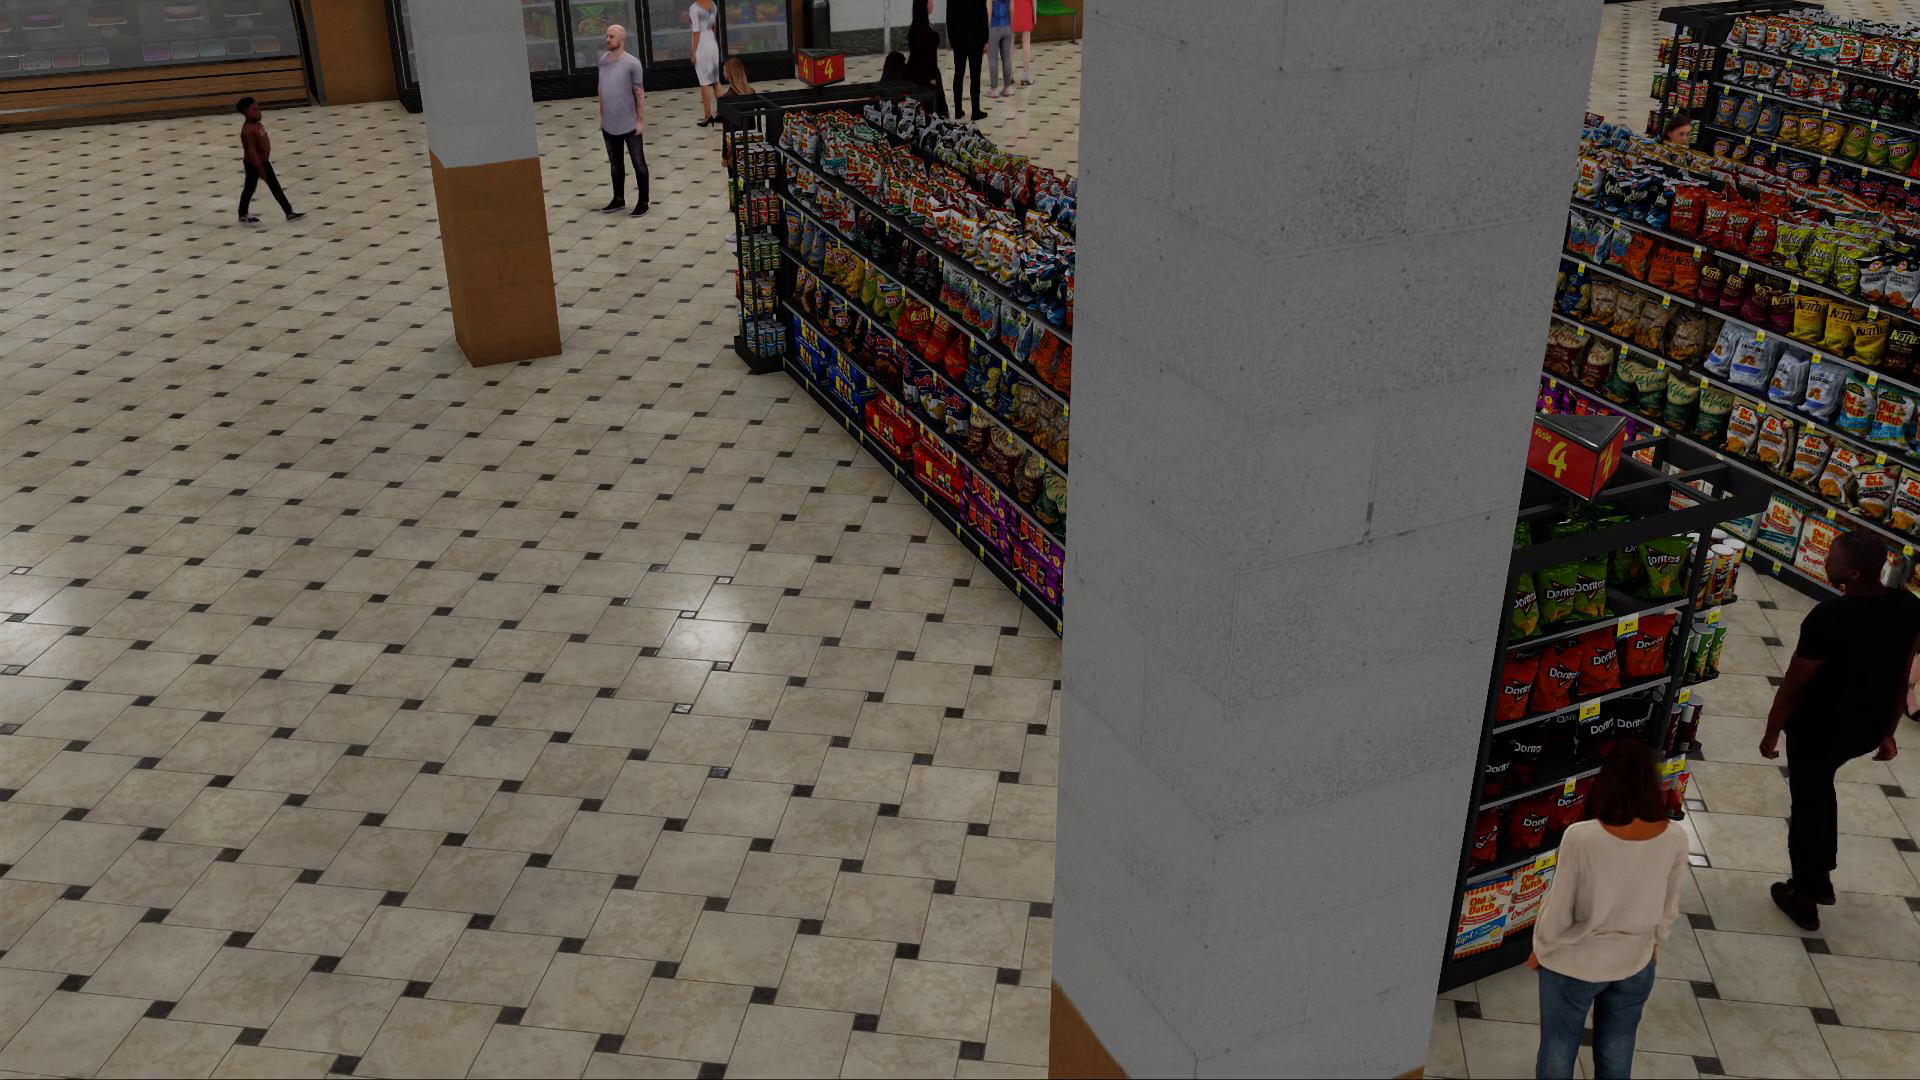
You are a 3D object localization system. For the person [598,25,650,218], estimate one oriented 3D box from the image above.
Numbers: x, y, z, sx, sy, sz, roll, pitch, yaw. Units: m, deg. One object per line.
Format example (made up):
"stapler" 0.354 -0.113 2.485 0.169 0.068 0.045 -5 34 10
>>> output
"person" -3.318 -4.124 16.339 0.737 1.838 0.823 13 30 24

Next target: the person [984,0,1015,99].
"person" 0.495 -6.495 21.269 0.569 1.608 0.520 -13 30 -25

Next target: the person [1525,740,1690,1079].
"person" 2.154 1.407 5.607 0.693 1.680 0.665 -2 27 -3

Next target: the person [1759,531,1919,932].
"person" 3.521 0.832 6.618 0.777 1.792 0.754 -3 27 -6

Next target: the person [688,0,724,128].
"person" -3.023 -5.816 19.773 0.663 1.749 0.645 17 31 30

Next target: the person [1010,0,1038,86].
"person" 0.783 -6.933 21.889 0.647 1.827 0.729 12 29 23

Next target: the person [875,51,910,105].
"person" -0.648 -3.663 15.538 0.863 1.740 0.905 14 30 25

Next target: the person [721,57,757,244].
"person" -2.041 -3.633 15.518 0.688 1.705 0.677 16 31 28

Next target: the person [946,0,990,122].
"person" 0.092 -6.039 20.057 0.774 1.890 0.846 11 29 20

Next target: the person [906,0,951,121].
"person" -0.522 -5.180 18.573 1.048 1.701 1.181 0 27 0

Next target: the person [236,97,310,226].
"person" -6.836 -3.617 16.024 0.832 1.219 0.916 0 27 0
